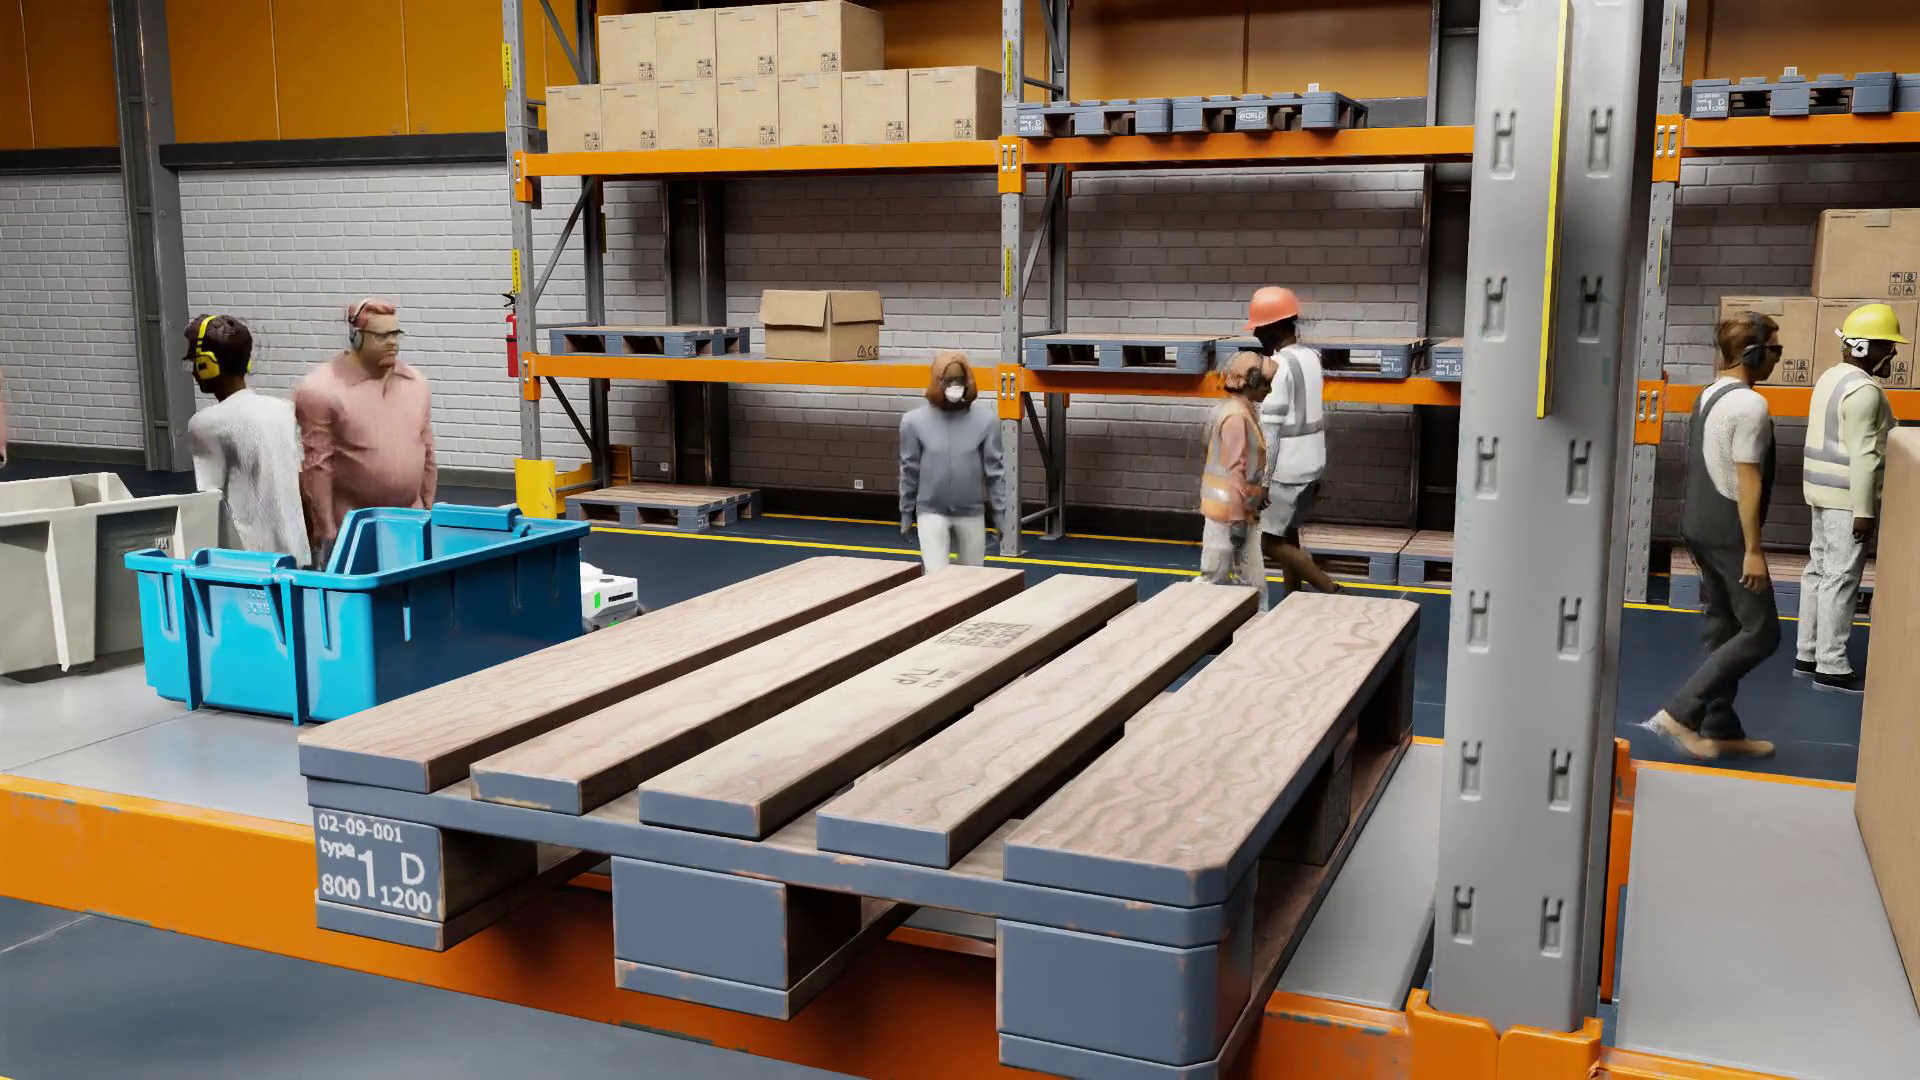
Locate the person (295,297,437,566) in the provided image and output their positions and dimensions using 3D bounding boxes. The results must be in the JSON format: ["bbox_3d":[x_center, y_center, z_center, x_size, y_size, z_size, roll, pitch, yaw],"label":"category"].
[{"bbox_3d":[-2.574,-0.114,7.242,0.657,1.882,0.643,8,12,38],"label":"person"}]

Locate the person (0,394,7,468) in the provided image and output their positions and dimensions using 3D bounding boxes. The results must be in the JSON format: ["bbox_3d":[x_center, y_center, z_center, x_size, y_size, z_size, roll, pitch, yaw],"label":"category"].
[{"bbox_3d":[-6.200,-0.566,10.301,0.541,1.750,0.529,-8,12,-40],"label":"person"}]

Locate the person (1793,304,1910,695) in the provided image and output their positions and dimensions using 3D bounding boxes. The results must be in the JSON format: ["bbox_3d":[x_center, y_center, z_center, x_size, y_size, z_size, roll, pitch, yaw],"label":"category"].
[{"bbox_3d":[4.218,-0.196,7.881,0.403,1.827,0.596,2,10,11],"label":"person"}]

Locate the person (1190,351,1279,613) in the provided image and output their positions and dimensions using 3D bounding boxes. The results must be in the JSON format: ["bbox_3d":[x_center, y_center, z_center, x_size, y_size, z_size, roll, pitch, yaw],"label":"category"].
[{"bbox_3d":[1.252,-0.119,8.093,0.750,1.601,0.535,3,10,18],"label":"person"}]

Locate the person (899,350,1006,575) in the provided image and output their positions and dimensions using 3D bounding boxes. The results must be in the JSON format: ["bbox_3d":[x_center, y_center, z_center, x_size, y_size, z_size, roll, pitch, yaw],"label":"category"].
[{"bbox_3d":[-0.043,-0.127,8.122,0.513,1.613,0.652,-1,10,-5],"label":"person"}]

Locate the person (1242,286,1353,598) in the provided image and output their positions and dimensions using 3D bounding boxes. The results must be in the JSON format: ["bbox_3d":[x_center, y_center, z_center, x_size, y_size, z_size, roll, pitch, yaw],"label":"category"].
[{"bbox_3d":[1.784,-0.363,8.666,0.668,1.905,0.597,6,11,31],"label":"person"}]

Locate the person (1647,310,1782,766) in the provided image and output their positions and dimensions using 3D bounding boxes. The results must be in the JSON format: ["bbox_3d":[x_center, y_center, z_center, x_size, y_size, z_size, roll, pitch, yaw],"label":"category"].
[{"bbox_3d":[3.067,0.012,6.609,0.502,1.833,0.574,1,10,4],"label":"person"}]

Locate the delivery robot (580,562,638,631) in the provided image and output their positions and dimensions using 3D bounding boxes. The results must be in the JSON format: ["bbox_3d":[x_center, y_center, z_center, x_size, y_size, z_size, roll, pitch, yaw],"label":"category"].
[{"bbox_3d":[-2.003,0.285,8.526,0.707,0.478,0.477,6,11,31],"label":"delivery robot"}]

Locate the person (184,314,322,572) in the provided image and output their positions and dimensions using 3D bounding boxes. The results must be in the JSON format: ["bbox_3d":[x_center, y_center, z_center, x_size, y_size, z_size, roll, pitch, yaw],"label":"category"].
[{"bbox_3d":[-2.504,0.124,5.943,0.433,1.843,0.515,1,10,8],"label":"person"}]
